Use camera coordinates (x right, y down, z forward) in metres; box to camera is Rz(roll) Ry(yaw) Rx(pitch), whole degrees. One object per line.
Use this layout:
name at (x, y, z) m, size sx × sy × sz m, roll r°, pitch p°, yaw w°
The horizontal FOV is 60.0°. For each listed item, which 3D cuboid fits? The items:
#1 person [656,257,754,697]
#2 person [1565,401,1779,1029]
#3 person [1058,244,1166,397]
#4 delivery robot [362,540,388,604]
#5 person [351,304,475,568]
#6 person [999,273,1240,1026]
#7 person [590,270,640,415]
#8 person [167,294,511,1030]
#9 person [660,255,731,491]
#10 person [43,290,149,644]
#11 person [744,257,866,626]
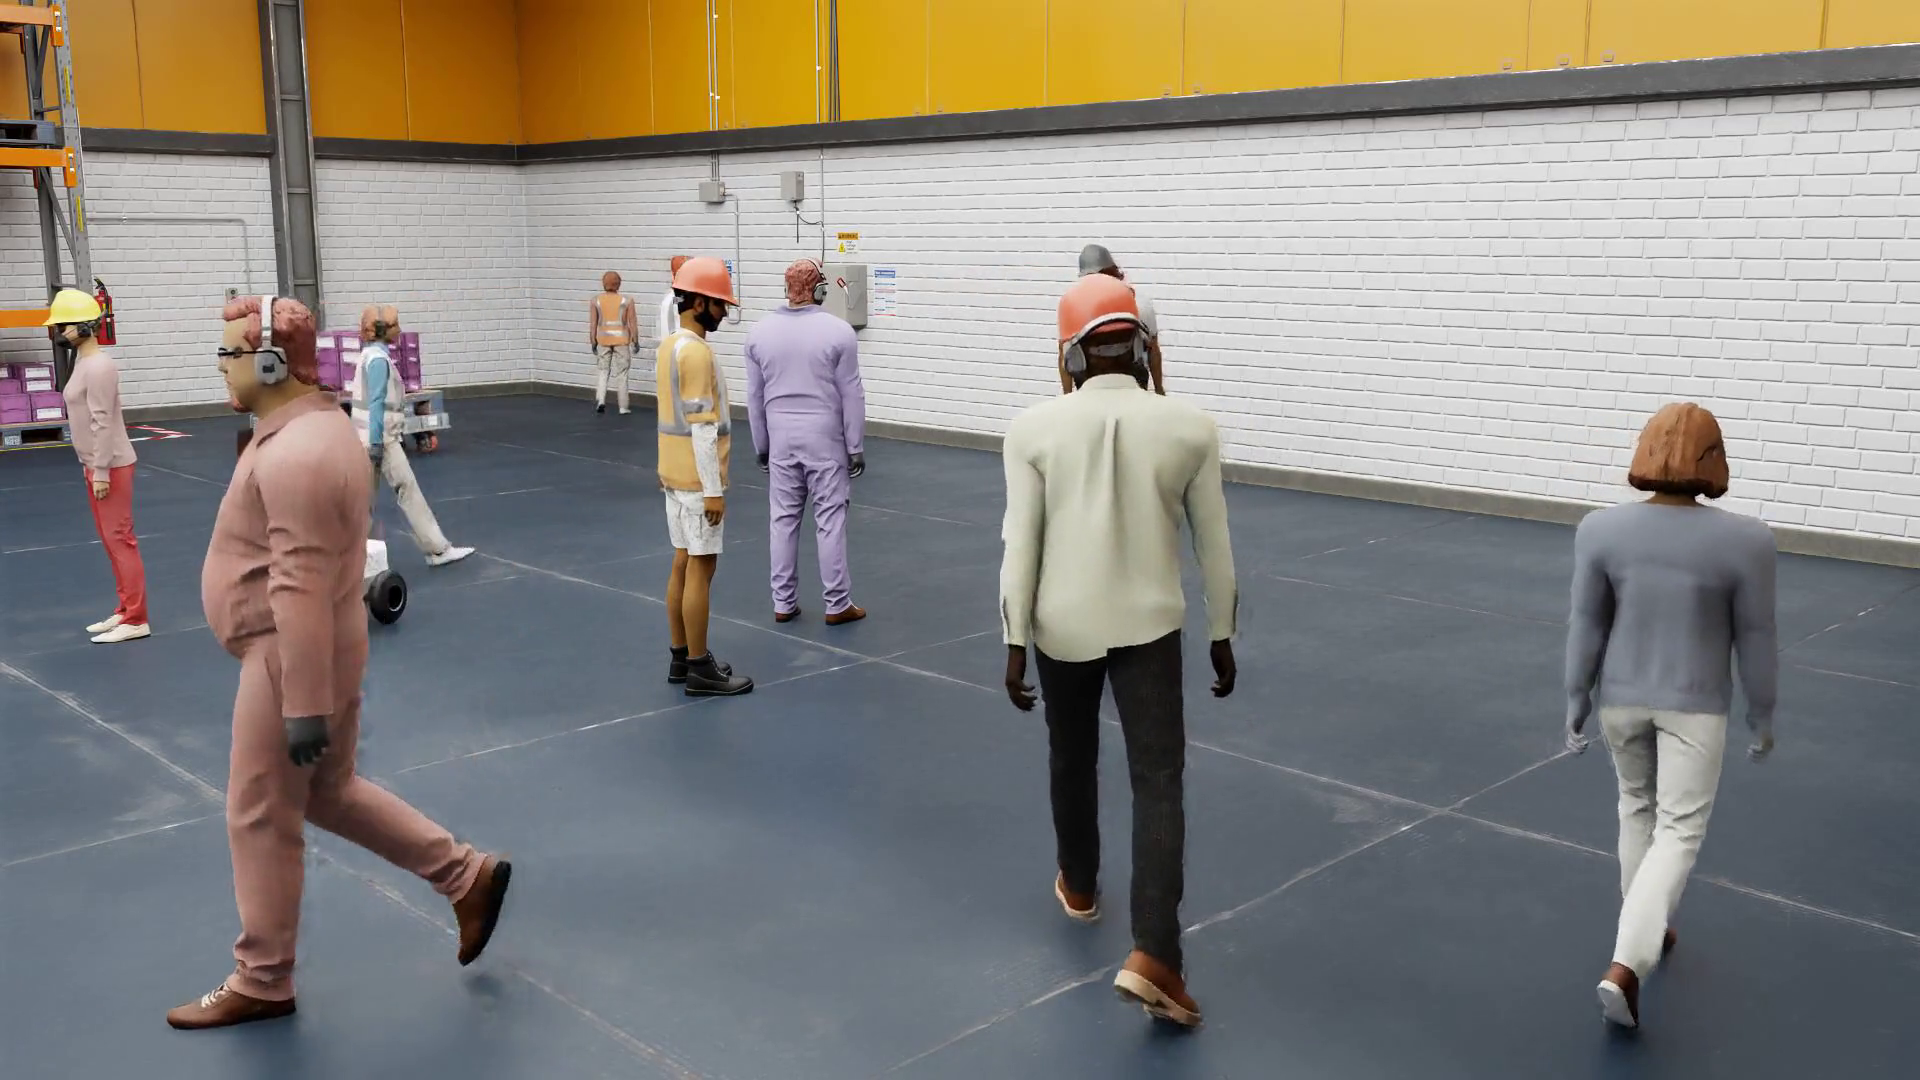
person at (-1.141, -0.276, 7.358) m, size 0.372 × 1.928 × 0.543 m, roll -5°, pitch 11°, yaw -23°
person at (1.830, 0.438, 4.353) m, size 0.504 × 1.606 × 0.800 m, roll 9°, pitch 13°, yaw 39°
person at (1.061, -1.146, 11.792) m, size 0.759 × 2.000 × 1.017 m, roll 3°, pitch 11°, yaw 16°
delivery robot at (-3.252, 0.155, 8.498) m, size 0.477 × 0.478 × 0.707 m, roll 3°, pitch 11°, yaw 15°
person at (-3.356, -0.601, 9.988) m, size 0.808 × 1.598 × 0.545 m, roll -5°, pitch 11°, yaw -25°
person at (0.434, 0.248, 4.518) m, size 0.650 × 1.934 × 1.065 m, roll 1°, pitch 10°, yaw 4°
person at (-3.873, -2.206, 18.691) m, size 0.537 × 1.633 × 0.397 m, roll 1°, pitch 10°, yaw 4°
person at (-1.640, 0.310, 4.285) m, size 0.797 × 1.881 × 0.655 m, roll -3°, pitch 11°, yaw -14°
person at (-2.066, -1.302, 13.110) m, size 0.639 × 1.865 × 0.613 m, roll -4°, pitch 11°, yaw -22°
person at (-4.309, -0.363, 8.303) m, size 0.348 × 1.756 × 0.518 m, roll -7°, pitch 13°, yaw -35°
person at (-0.780, -0.506, 8.664) m, size 0.639 × 1.910 × 0.407 m, roll 3°, pitch 11°, yaw 18°
